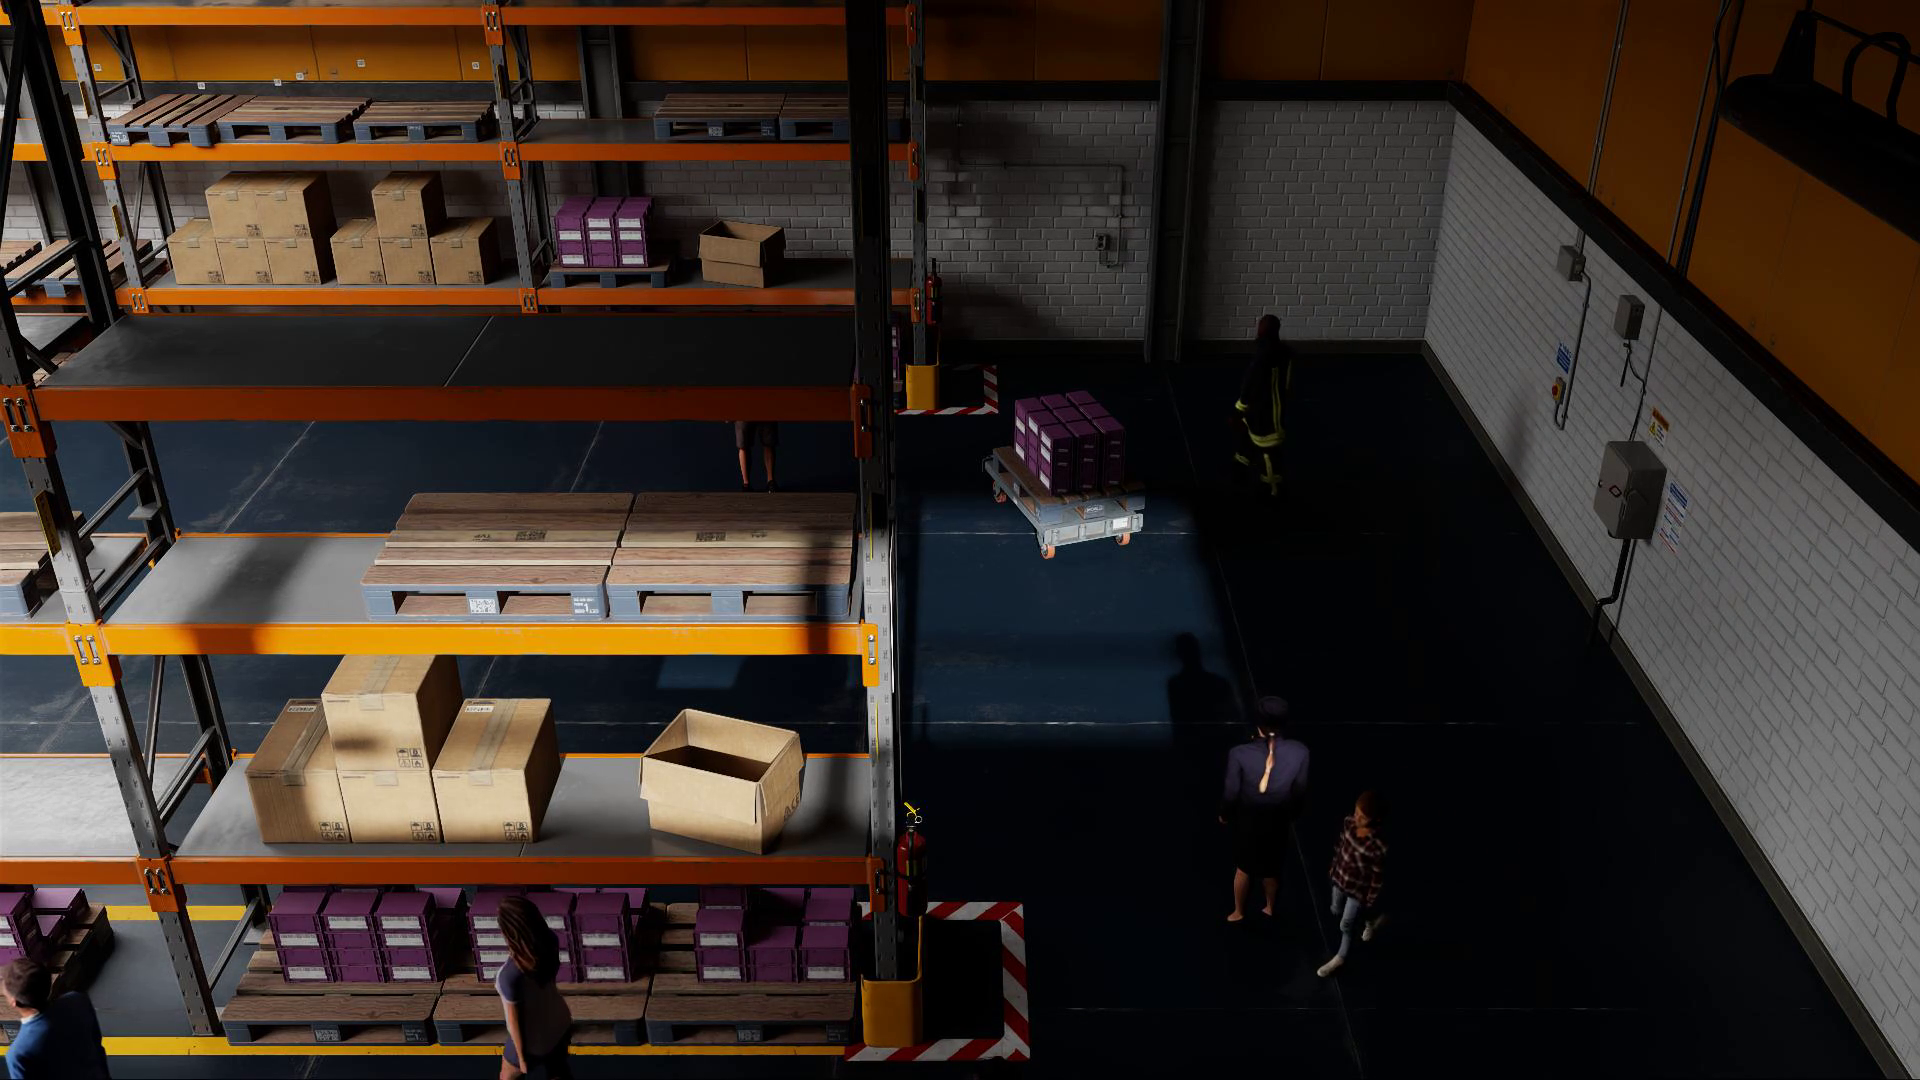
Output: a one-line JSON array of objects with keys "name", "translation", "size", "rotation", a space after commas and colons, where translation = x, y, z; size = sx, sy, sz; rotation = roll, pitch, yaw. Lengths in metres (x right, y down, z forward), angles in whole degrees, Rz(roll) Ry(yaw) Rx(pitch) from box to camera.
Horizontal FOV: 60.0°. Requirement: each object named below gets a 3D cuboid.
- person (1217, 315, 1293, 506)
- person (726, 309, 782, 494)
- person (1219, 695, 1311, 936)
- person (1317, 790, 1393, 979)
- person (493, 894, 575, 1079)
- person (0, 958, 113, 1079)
[{"name": "person", "translation": [2.891, -1.170, 15.287], "size": [1.177, 1.791, 1.066], "rotation": [19, 34, 30]}, {"name": "person", "translation": [-1.887, -1.254, 15.366], "size": [0.579, 1.861, 0.789], "rotation": [-5, 29, -10]}, {"name": "person", "translation": [1.834, 1.699, 10.151], "size": [0.595, 1.671, 0.783], "rotation": [-3, 29, -6]}, {"name": "person", "translation": [2.407, 2.017, 9.960], "size": [0.868, 1.295, 0.728], "rotation": [-14, 32, -24]}, {"name": "person", "translation": [-2.100, 2.544, 8.560], "size": [0.898, 1.712, 0.782], "rotation": [12, 31, 21]}, {"name": "person", "translation": [-4.315, 2.739, 8.089], "size": [0.666, 1.820, 0.715], "rotation": [8, 30, 14]}]
